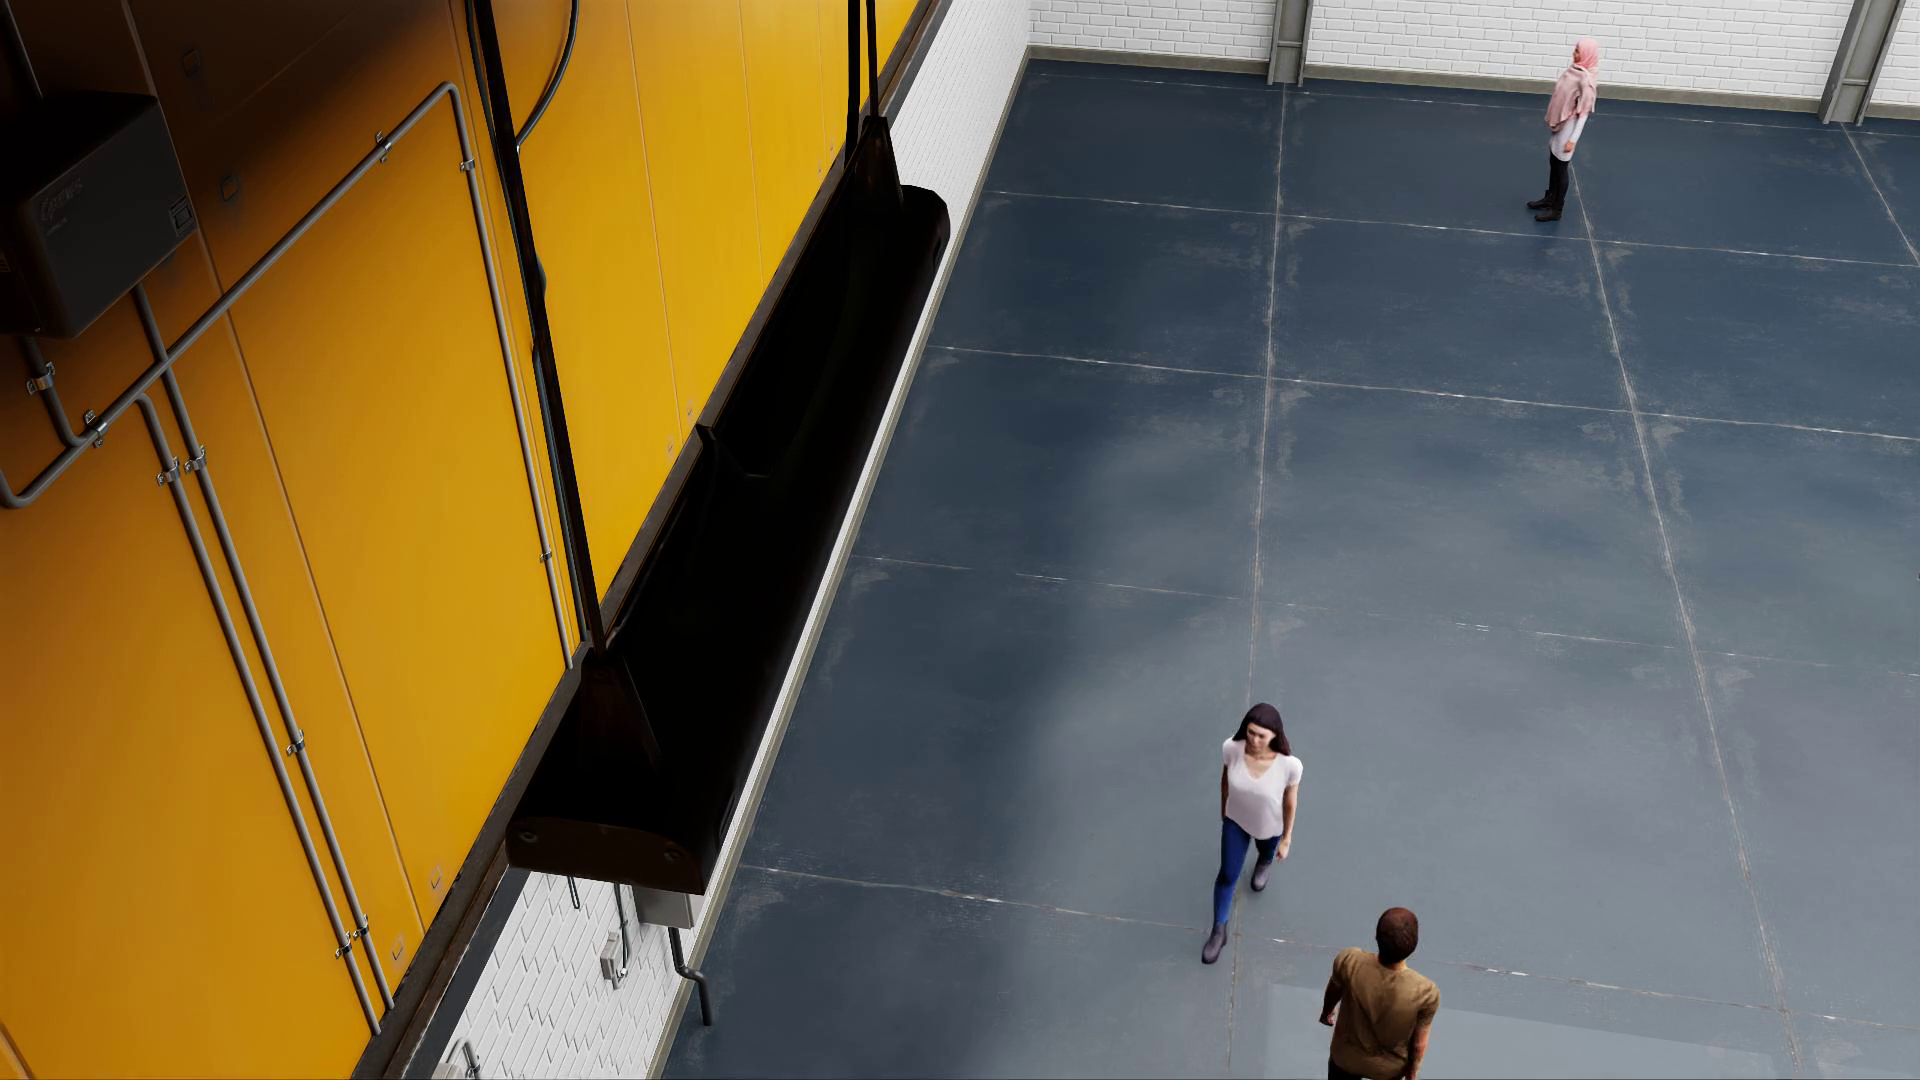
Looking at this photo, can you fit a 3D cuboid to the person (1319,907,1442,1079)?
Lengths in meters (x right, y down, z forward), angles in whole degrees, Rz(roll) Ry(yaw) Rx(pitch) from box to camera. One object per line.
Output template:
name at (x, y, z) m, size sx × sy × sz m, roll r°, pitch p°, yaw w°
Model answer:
person at (1.904, 2.497, 7.856) m, size 1.107 × 1.815 × 0.933 m, roll 17°, pitch 42°, yaw 20°

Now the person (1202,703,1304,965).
person at (1.668, 1.515, 9.221) m, size 1.104 × 1.645 × 0.840 m, roll 15°, pitch 41°, yaw 18°

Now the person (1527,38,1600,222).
person at (5.802, -3.922, 15.903) m, size 0.625 × 1.803 × 0.662 m, roll 1°, pitch 39°, yaw 1°
